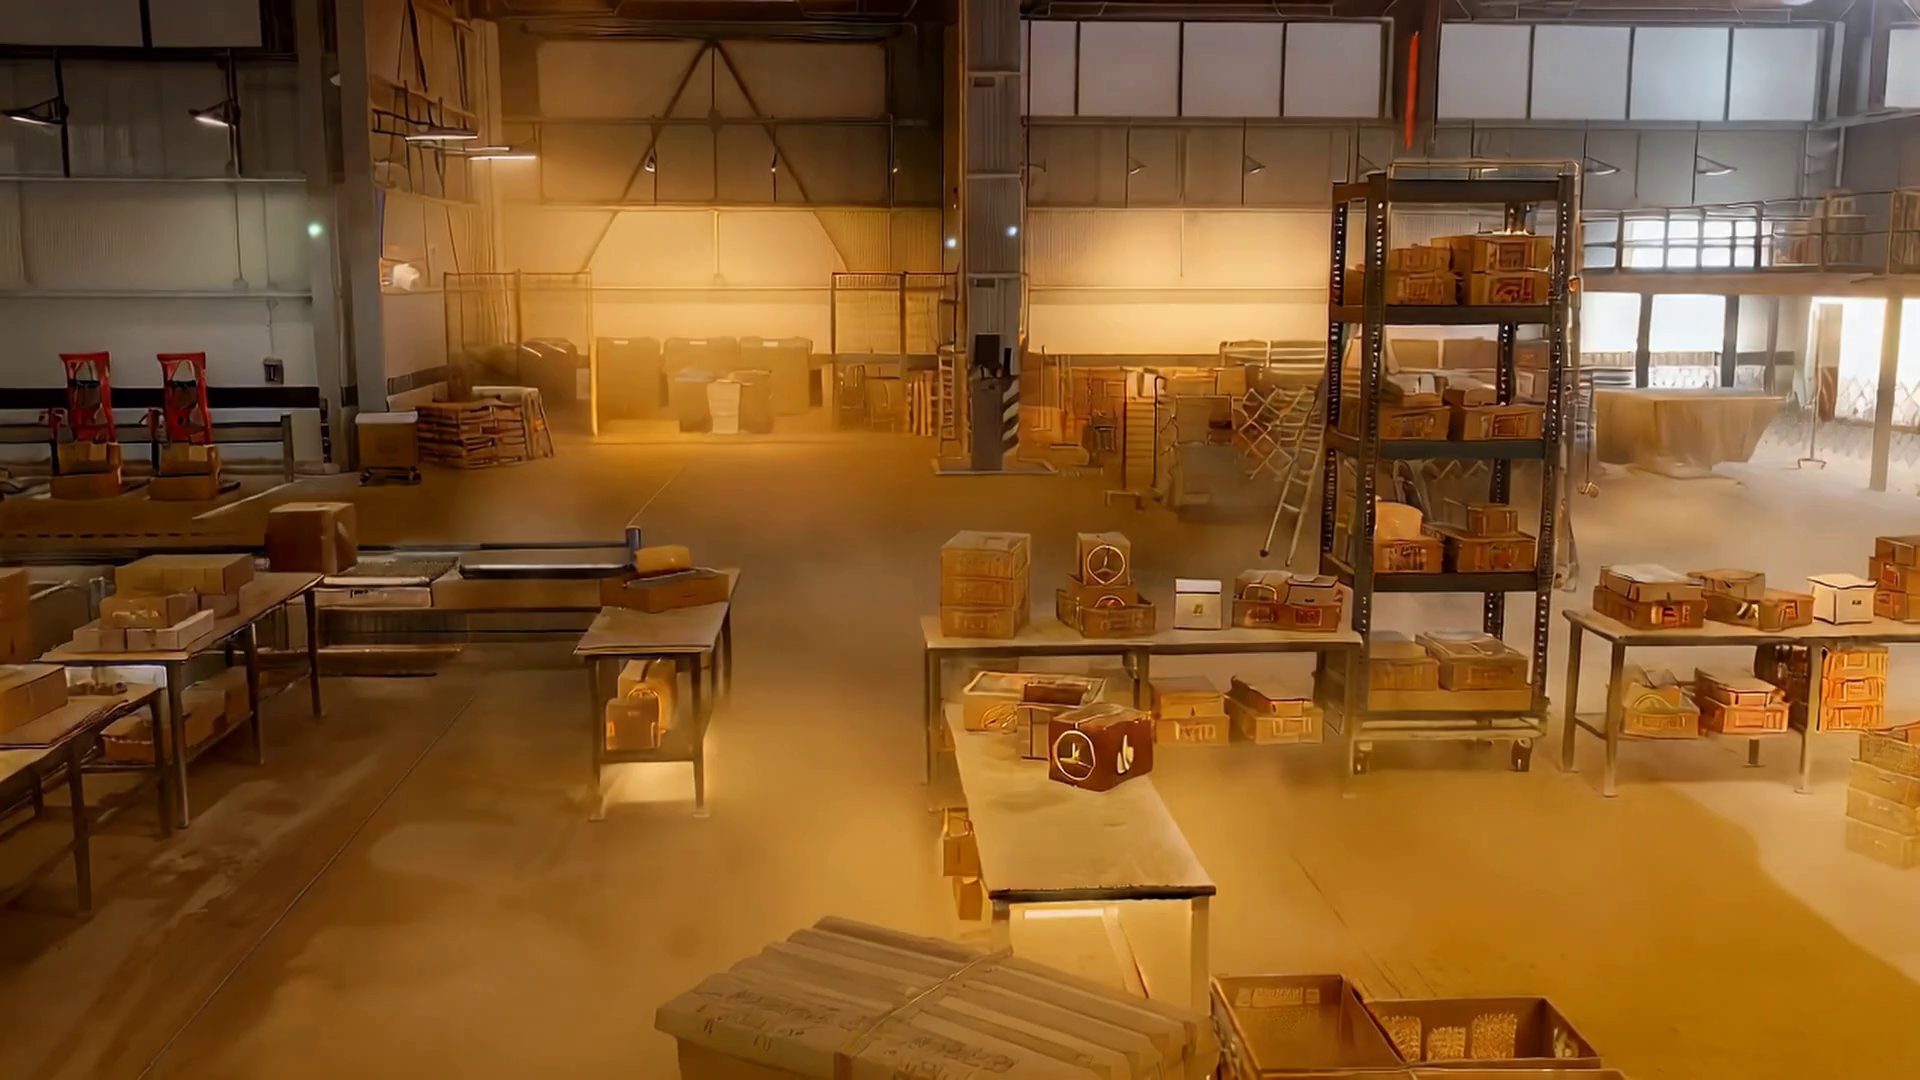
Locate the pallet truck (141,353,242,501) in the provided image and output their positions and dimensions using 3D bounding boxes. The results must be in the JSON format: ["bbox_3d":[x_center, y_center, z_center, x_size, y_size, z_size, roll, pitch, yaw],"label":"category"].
[{"bbox_3d":[-10.520,-1.604,22.925,0.823,1.965,1.885,-1,9,-6],"label":"pallet truck"}]

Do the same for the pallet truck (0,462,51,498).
[{"bbox_3d":[-13.193,-1.293,23.148,0.653,1.274,1.630,-1,9,-4],"label":"pallet truck"}]

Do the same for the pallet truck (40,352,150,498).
[{"bbox_3d":[-11.907,-1.642,23.165,0.823,1.965,1.885,0,9,0],"label":"pallet truck"}]
